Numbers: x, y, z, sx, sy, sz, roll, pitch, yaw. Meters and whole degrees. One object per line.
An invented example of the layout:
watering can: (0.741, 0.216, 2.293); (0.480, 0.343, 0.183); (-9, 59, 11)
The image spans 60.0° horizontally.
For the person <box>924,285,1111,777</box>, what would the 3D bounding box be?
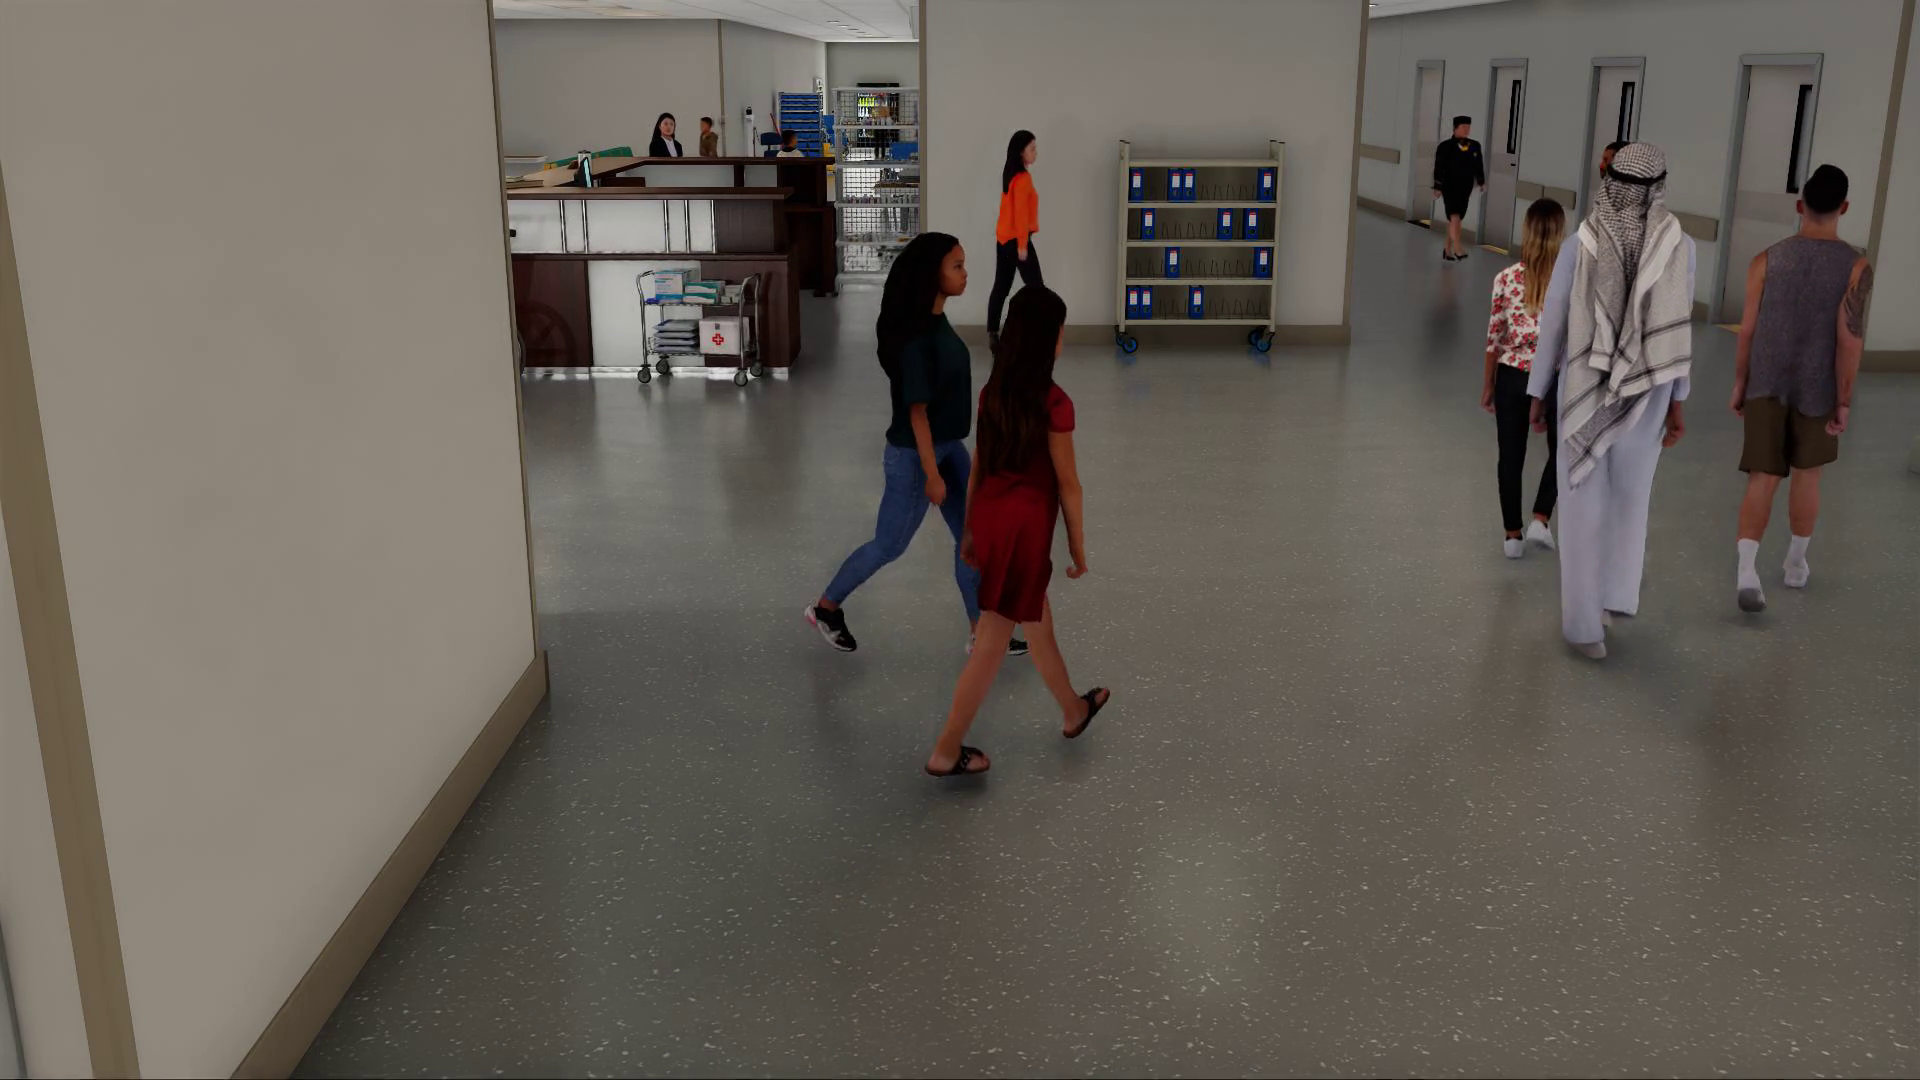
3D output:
person: (0.120, 0.022, 5.113); (1.074, 1.506, 0.967); (-14, 21, -41)

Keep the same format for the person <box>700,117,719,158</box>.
person: (-4.015, -6.108, 26.975); (0.893, 1.442, 0.830); (-15, 21, -42)

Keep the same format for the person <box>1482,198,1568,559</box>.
person: (2.554, -0.686, 7.408); (0.698, 1.624, 0.776); (8, 17, 25)

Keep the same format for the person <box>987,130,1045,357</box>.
person: (0.384, -2.250, 12.762); (0.724, 1.729, 0.762); (-7, 17, -23)

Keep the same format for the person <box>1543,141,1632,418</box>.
person: (4.144, -1.569, 10.334); (0.917, 1.734, 0.651); (0, 16, 2)

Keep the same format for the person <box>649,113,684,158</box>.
person: (-3.148, -3.692, 17.859); (0.742, 1.738, 0.703); (13, 20, 38)

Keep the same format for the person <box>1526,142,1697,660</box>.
person: (2.421, -0.474, 6.123); (0.771, 1.913, 0.830); (2, 16, 8)

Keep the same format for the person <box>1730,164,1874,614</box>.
person: (3.415, -0.578, 6.822); (1.202, 1.802, 1.086); (9, 18, 28)

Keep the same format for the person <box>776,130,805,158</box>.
person: (-2.157, -4.470, 21.149); (0.597, 1.451, 0.715); (8, 18, 26)

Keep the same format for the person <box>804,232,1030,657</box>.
person: (-0.223, -0.301, 6.125); (1.146, 1.578, 0.762); (4, 16, 14)

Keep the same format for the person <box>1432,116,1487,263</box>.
person: (5.730, -4.034, 19.246); (0.945, 1.644, 0.850); (-3, 16, -9)

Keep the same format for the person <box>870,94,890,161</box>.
person: (-1.831, -9.381, 38.243); (1.056, 1.627, 0.707); (-1, 16, -5)
